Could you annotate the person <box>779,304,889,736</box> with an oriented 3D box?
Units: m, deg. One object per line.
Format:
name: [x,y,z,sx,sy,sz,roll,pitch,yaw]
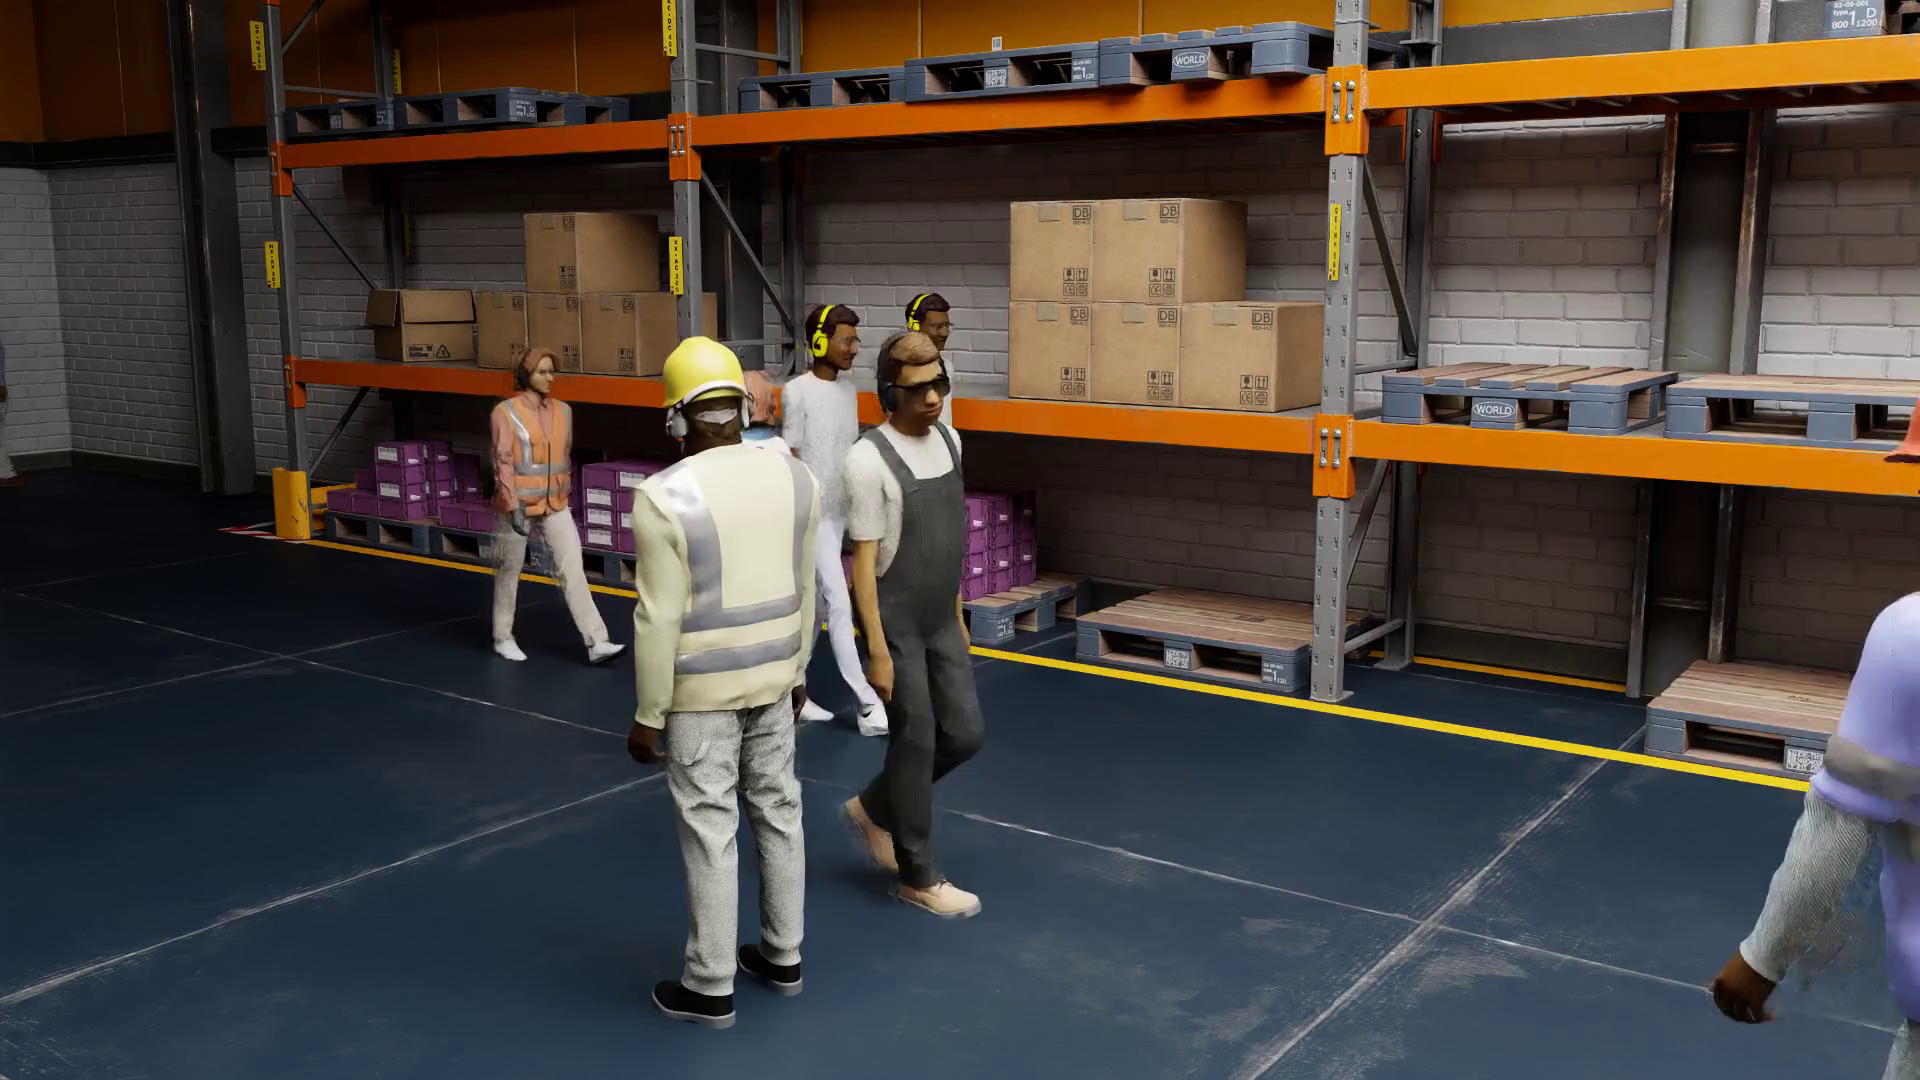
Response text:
person: [-0.501,-0.084,7.148,0.802,1.831,0.555,5,11,25]

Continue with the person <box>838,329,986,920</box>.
person: [-0.176,0.268,5.084,0.473,1.825,0.556,6,11,34]

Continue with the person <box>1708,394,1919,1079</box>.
person: [1.566,0.647,2.648,0.556,1.879,0.975,-5,11,-27]

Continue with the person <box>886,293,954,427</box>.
person: [-0.178,-0.276,8.208,0.310,1.864,0.534,7,12,35]

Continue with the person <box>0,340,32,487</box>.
person: [-8.721,-1.421,14.837,0.628,1.939,0.419,3,10,19]

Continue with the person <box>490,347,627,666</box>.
person: [-2.066,-0.146,8.242,0.862,1.594,0.519,8,12,39]

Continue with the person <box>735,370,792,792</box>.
person: [-0.825,0.174,6.250,0.499,1.620,0.516,4,10,24]

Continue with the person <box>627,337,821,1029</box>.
person: [-0.638,0.378,4.428,0.404,1.825,0.587,9,13,43]
